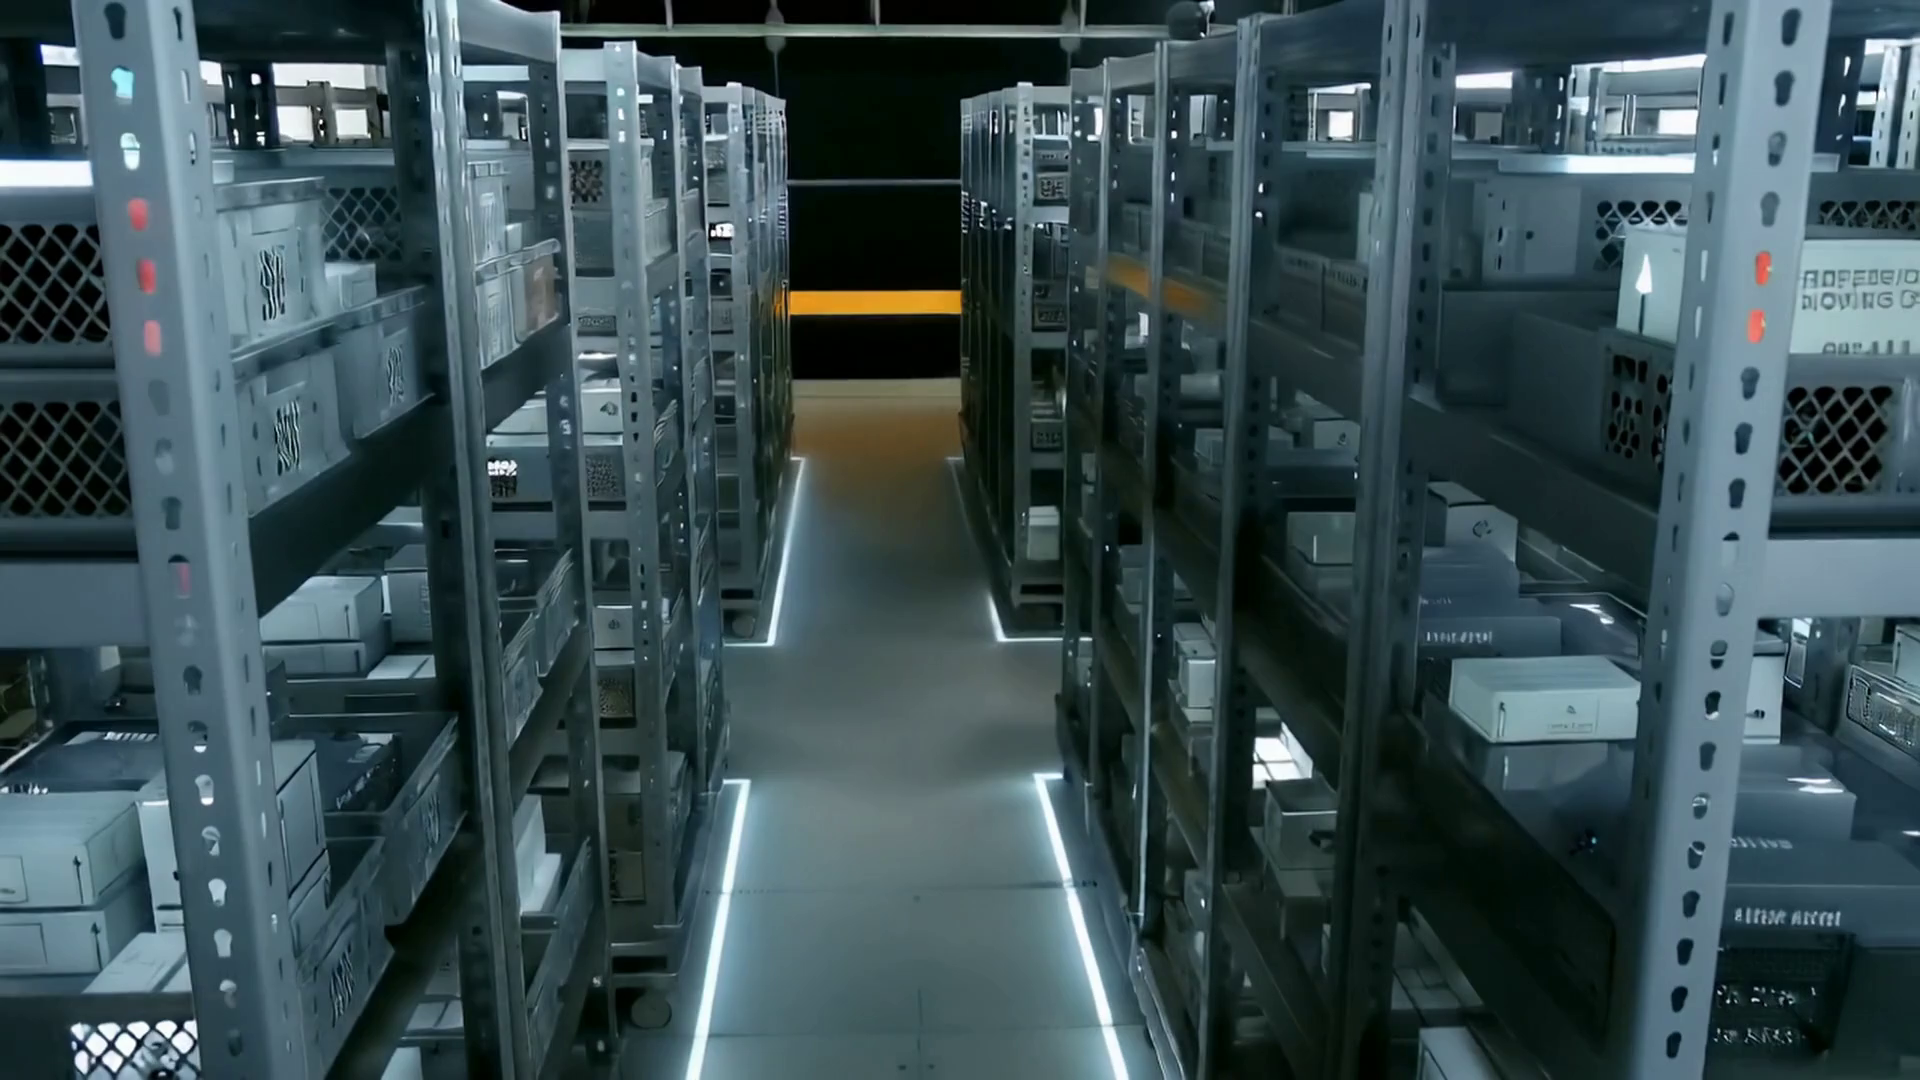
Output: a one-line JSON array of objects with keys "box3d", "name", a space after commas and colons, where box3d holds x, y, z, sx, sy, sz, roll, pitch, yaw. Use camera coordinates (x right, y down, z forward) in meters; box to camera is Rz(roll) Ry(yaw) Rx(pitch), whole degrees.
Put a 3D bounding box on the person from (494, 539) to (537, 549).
[{"box3d": [-2.645, -0.069, 10.354, 0.933, 1.787, 0.586, 0, 14, -1], "name": "person"}]
